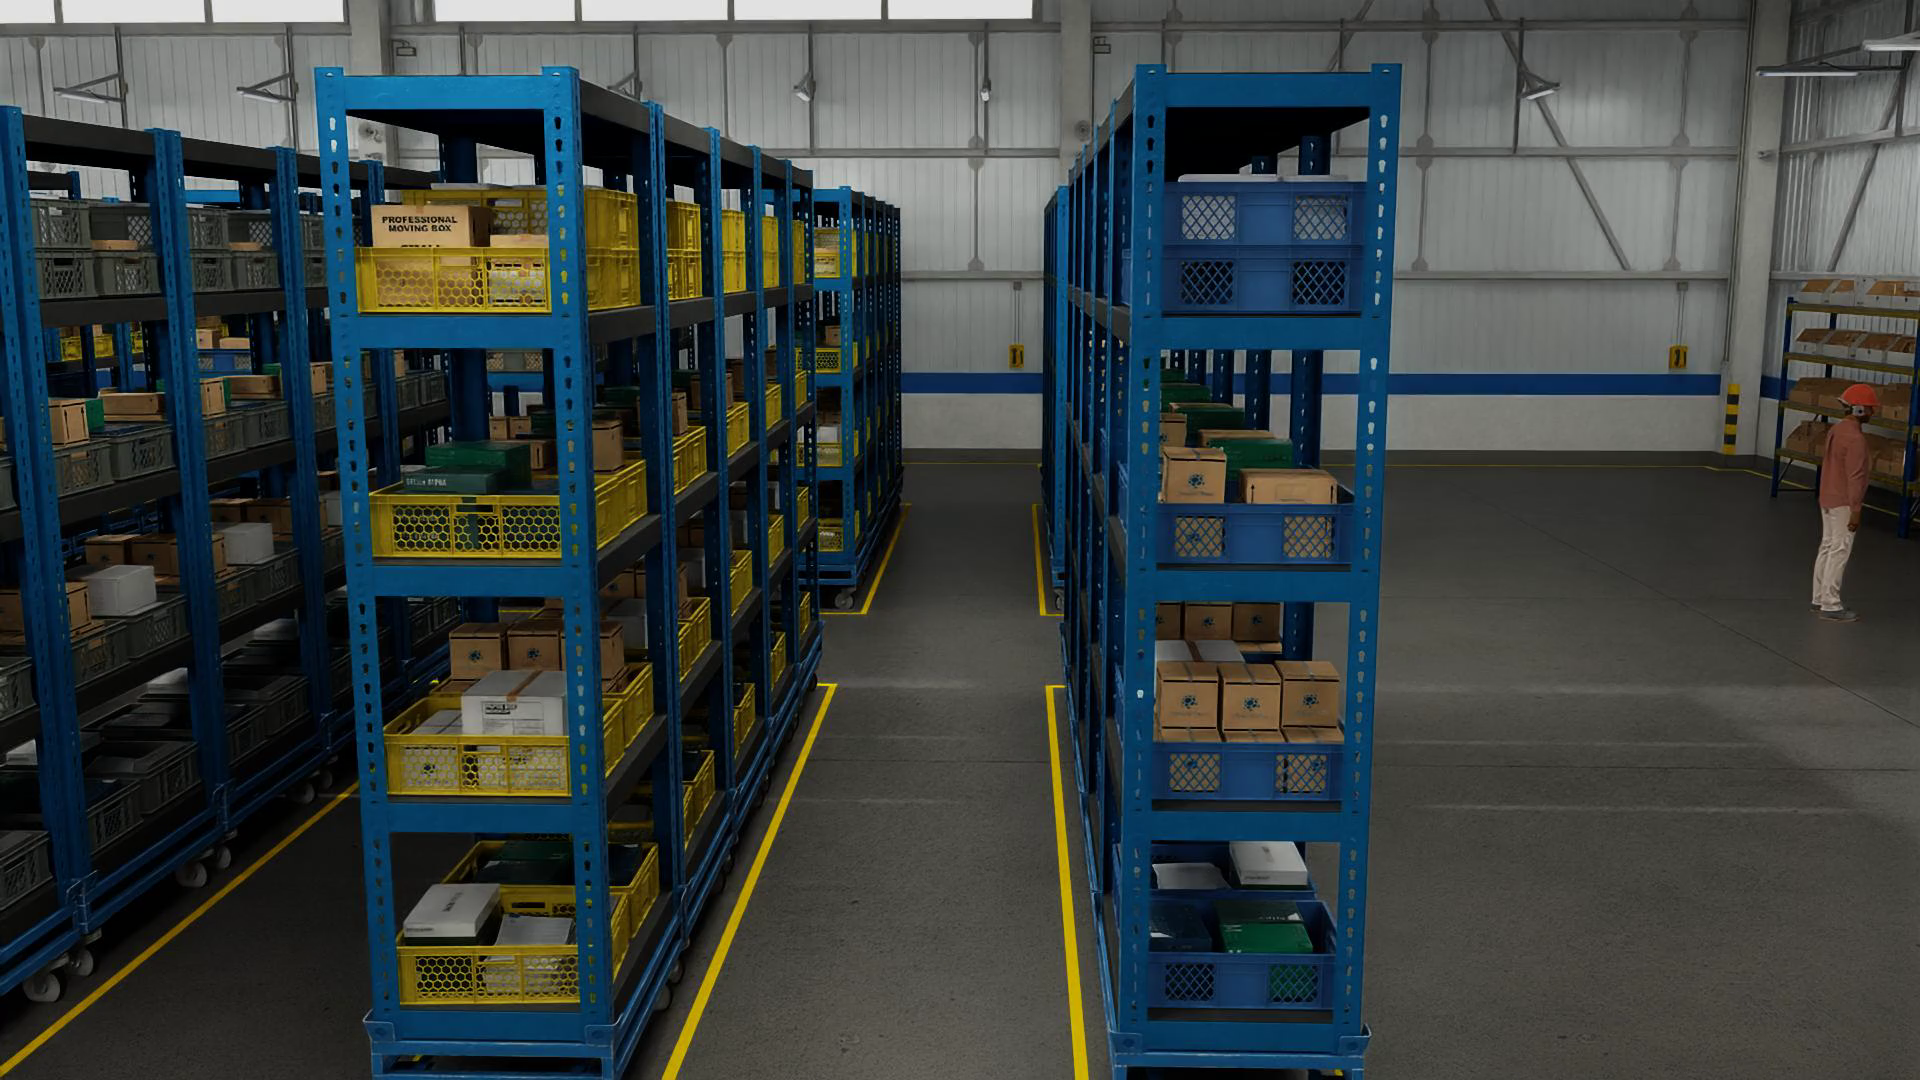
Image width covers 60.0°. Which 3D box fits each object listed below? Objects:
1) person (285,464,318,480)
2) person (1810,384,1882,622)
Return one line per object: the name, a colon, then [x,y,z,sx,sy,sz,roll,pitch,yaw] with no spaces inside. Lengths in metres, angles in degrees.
person: [-8.899,-1.648,22.183,0.534,1.816,0.598,-2,10,-9]
person: [7.379,-0.306,13.849,0.400,1.988,0.609,1,10,8]
